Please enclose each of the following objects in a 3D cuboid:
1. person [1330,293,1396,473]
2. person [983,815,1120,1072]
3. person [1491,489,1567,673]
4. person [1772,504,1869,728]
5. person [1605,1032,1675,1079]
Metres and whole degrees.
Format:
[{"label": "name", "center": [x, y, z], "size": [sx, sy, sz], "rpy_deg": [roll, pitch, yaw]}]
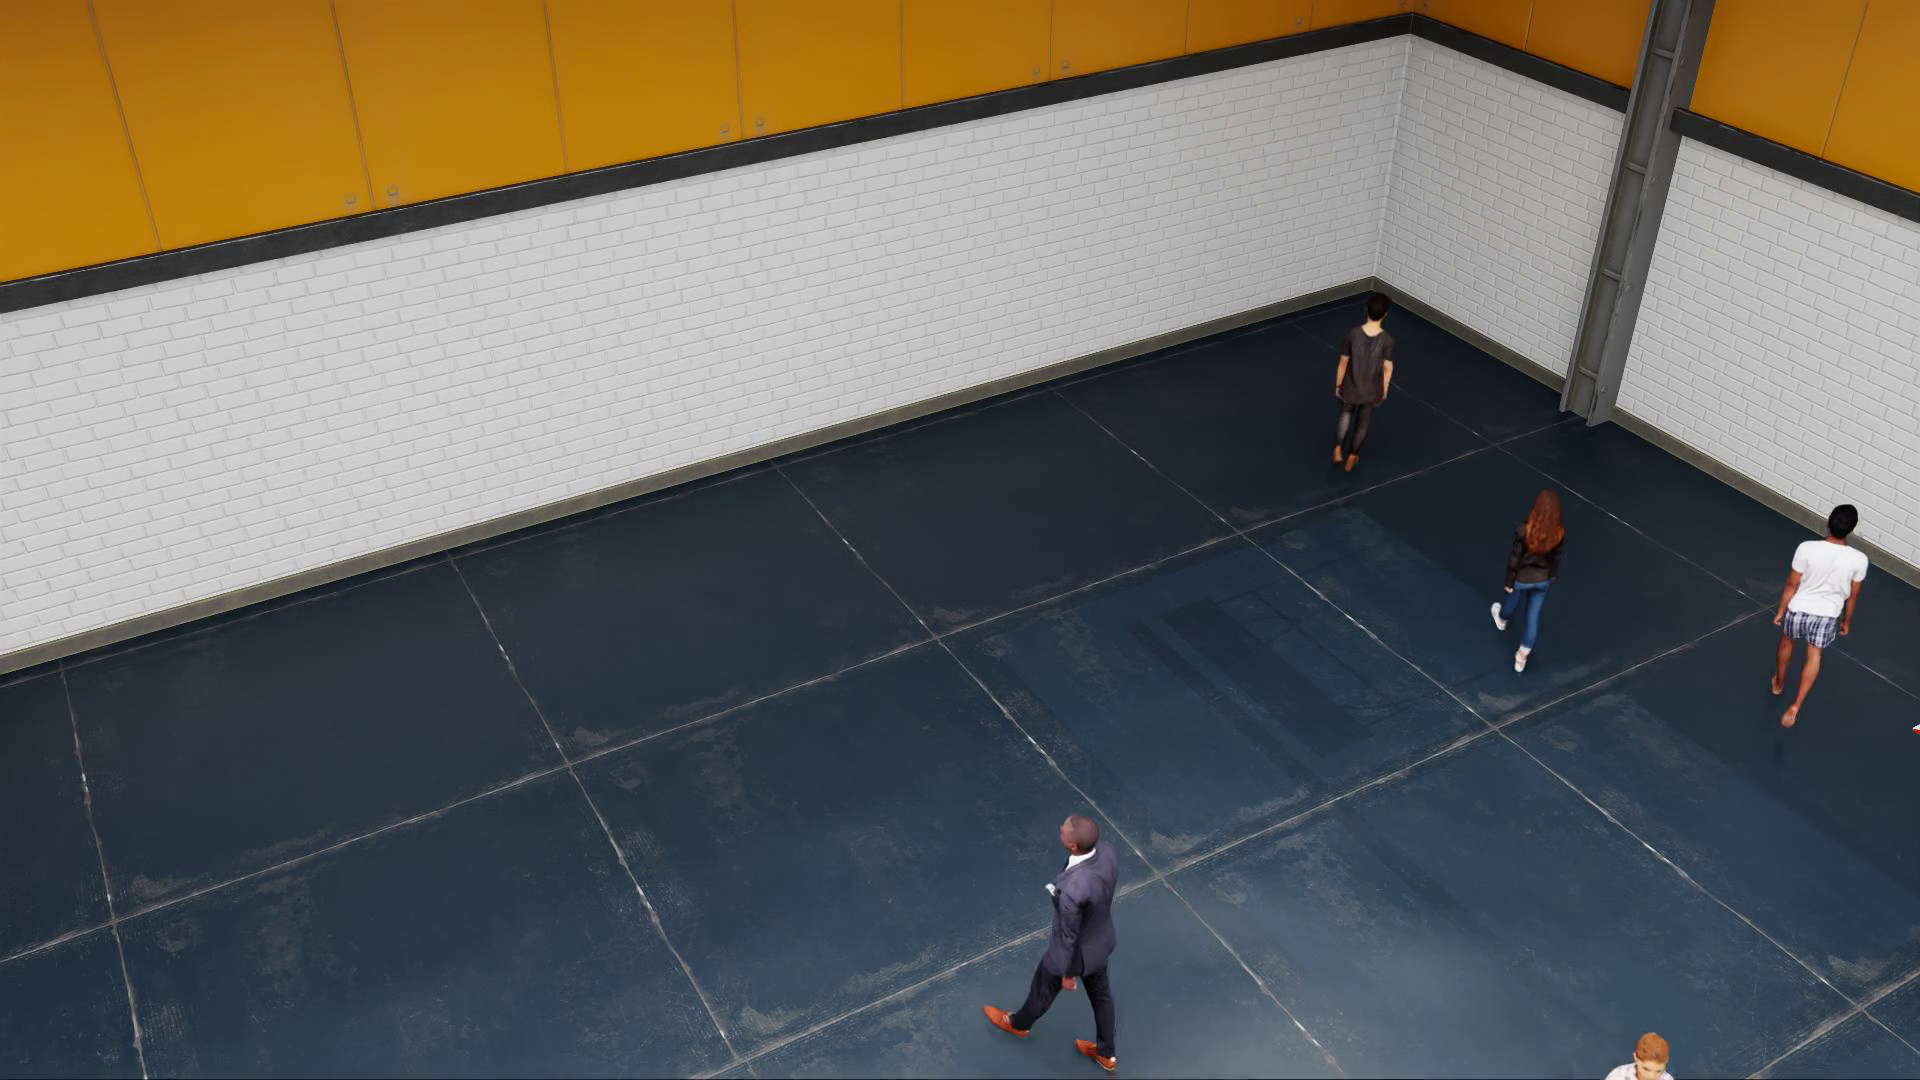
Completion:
[{"label": "person", "center": [3.544, -1.342, 14.708], "size": [0.699, 1.703, 0.787], "rpy_deg": [15, 36, 21]}, {"label": "person", "center": [0.735, 2.276, 9.182], "size": [1.185, 1.793, 1.004], "rpy_deg": [21, 39, 28]}, {"label": "person", "center": [4.286, 0.327, 12.434], "size": [0.895, 1.439, 1.047], "rpy_deg": [1, 34, 2]}, {"label": "person", "center": [6.069, 0.555, 11.848], "size": [1.060, 1.709, 1.039], "rpy_deg": [15, 36, 21]}, {"label": "person", "center": [3.426, 2.960, 8.625], "size": [0.925, 1.271, 0.993], "rpy_deg": [7, 34, 10]}]
